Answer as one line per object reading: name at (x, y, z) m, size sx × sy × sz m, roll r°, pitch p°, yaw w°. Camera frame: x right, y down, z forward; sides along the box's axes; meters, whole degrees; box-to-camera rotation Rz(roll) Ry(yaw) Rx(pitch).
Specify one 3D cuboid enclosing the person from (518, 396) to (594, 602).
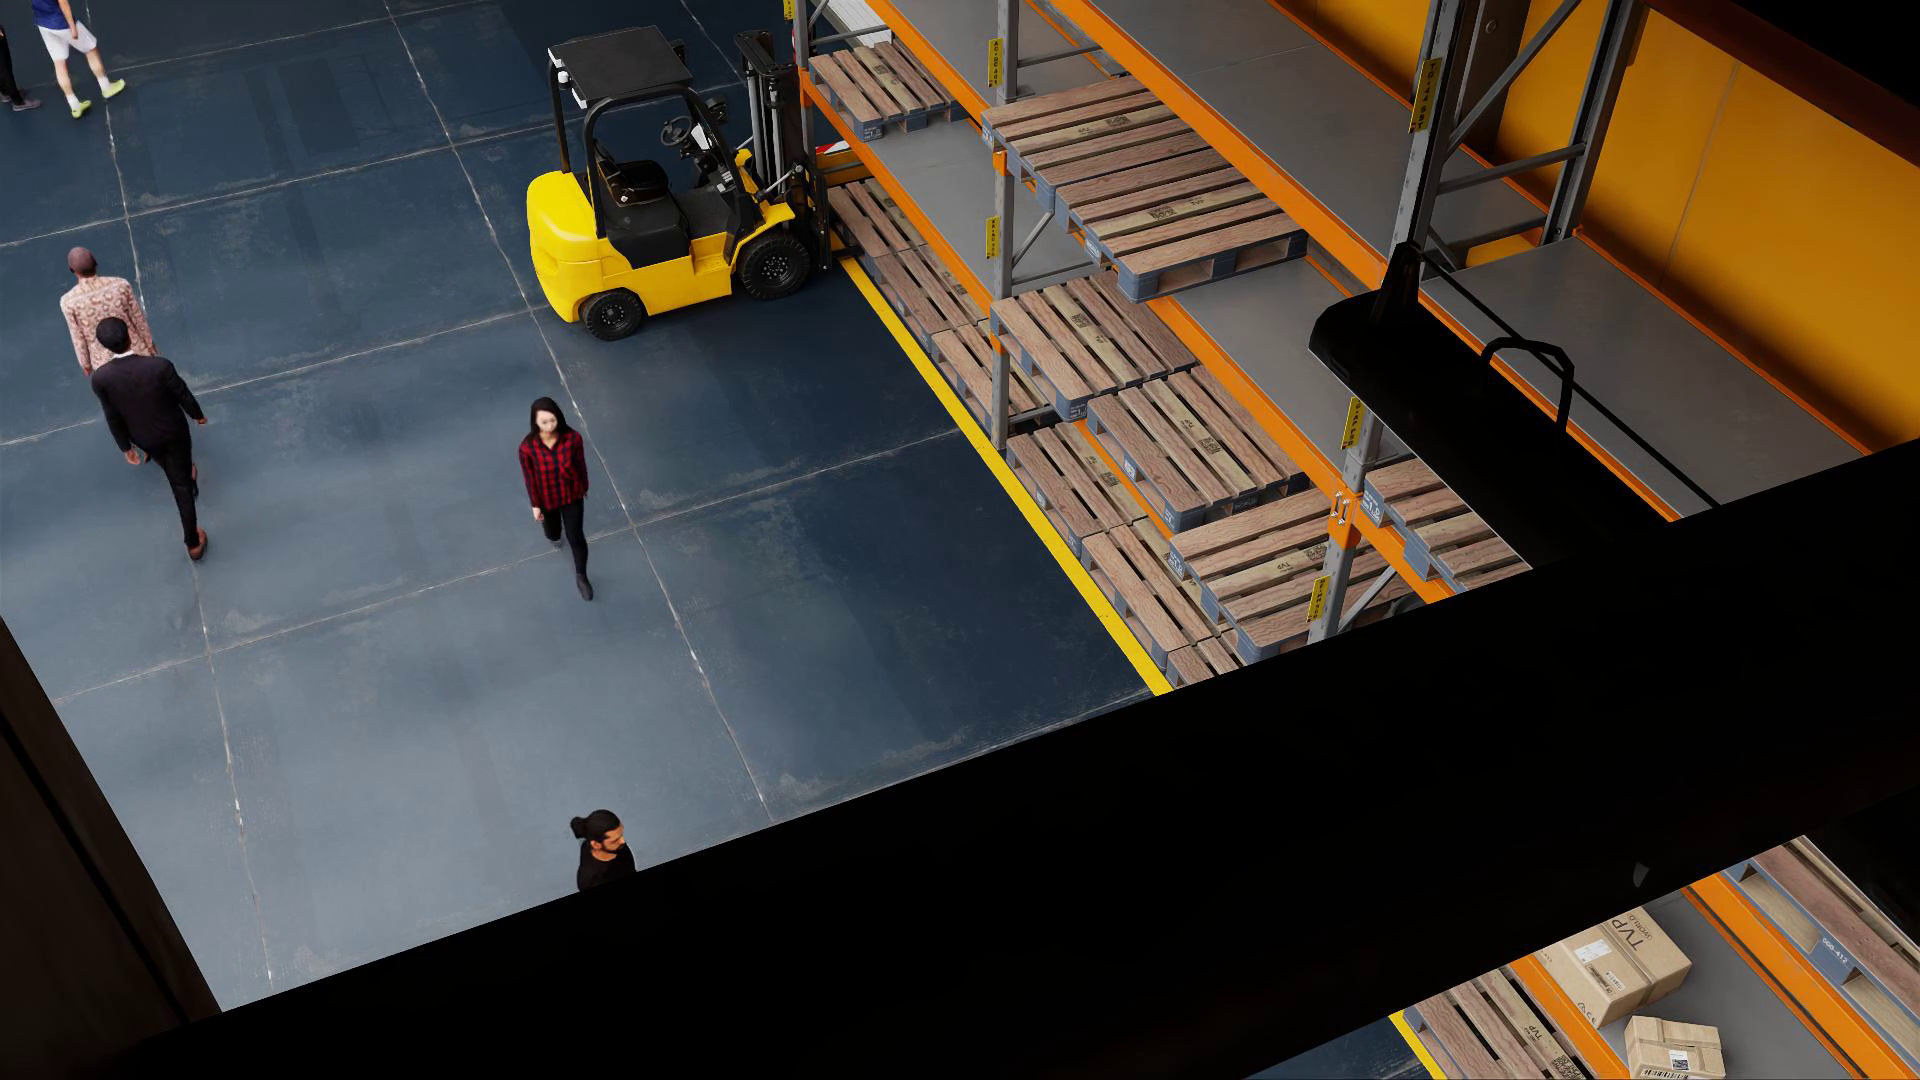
person at (-2.770, -0.345, 11.362) m, size 0.614 × 1.636 × 0.931 m, roll -16°, pitch 46°, yaw -16°

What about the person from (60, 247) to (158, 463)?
person at (-6.192, -1.331, 12.283) m, size 0.978 × 1.794 × 0.870 m, roll 34°, pitch 53°, yaw 31°

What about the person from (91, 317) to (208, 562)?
person at (-5.567, -0.674, 11.572) m, size 0.900 × 1.824 × 1.280 m, roll -8°, pitch 44°, yaw -9°

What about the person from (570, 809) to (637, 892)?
person at (-1.814, 2.016, 8.797) m, size 0.749 × 1.756 × 0.593 m, roll -5°, pitch 44°, yaw -5°

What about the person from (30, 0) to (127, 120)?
person at (-8.773, -4.950, 16.069) m, size 0.931 × 1.812 × 1.033 m, roll 7°, pitch 44°, yaw 7°
